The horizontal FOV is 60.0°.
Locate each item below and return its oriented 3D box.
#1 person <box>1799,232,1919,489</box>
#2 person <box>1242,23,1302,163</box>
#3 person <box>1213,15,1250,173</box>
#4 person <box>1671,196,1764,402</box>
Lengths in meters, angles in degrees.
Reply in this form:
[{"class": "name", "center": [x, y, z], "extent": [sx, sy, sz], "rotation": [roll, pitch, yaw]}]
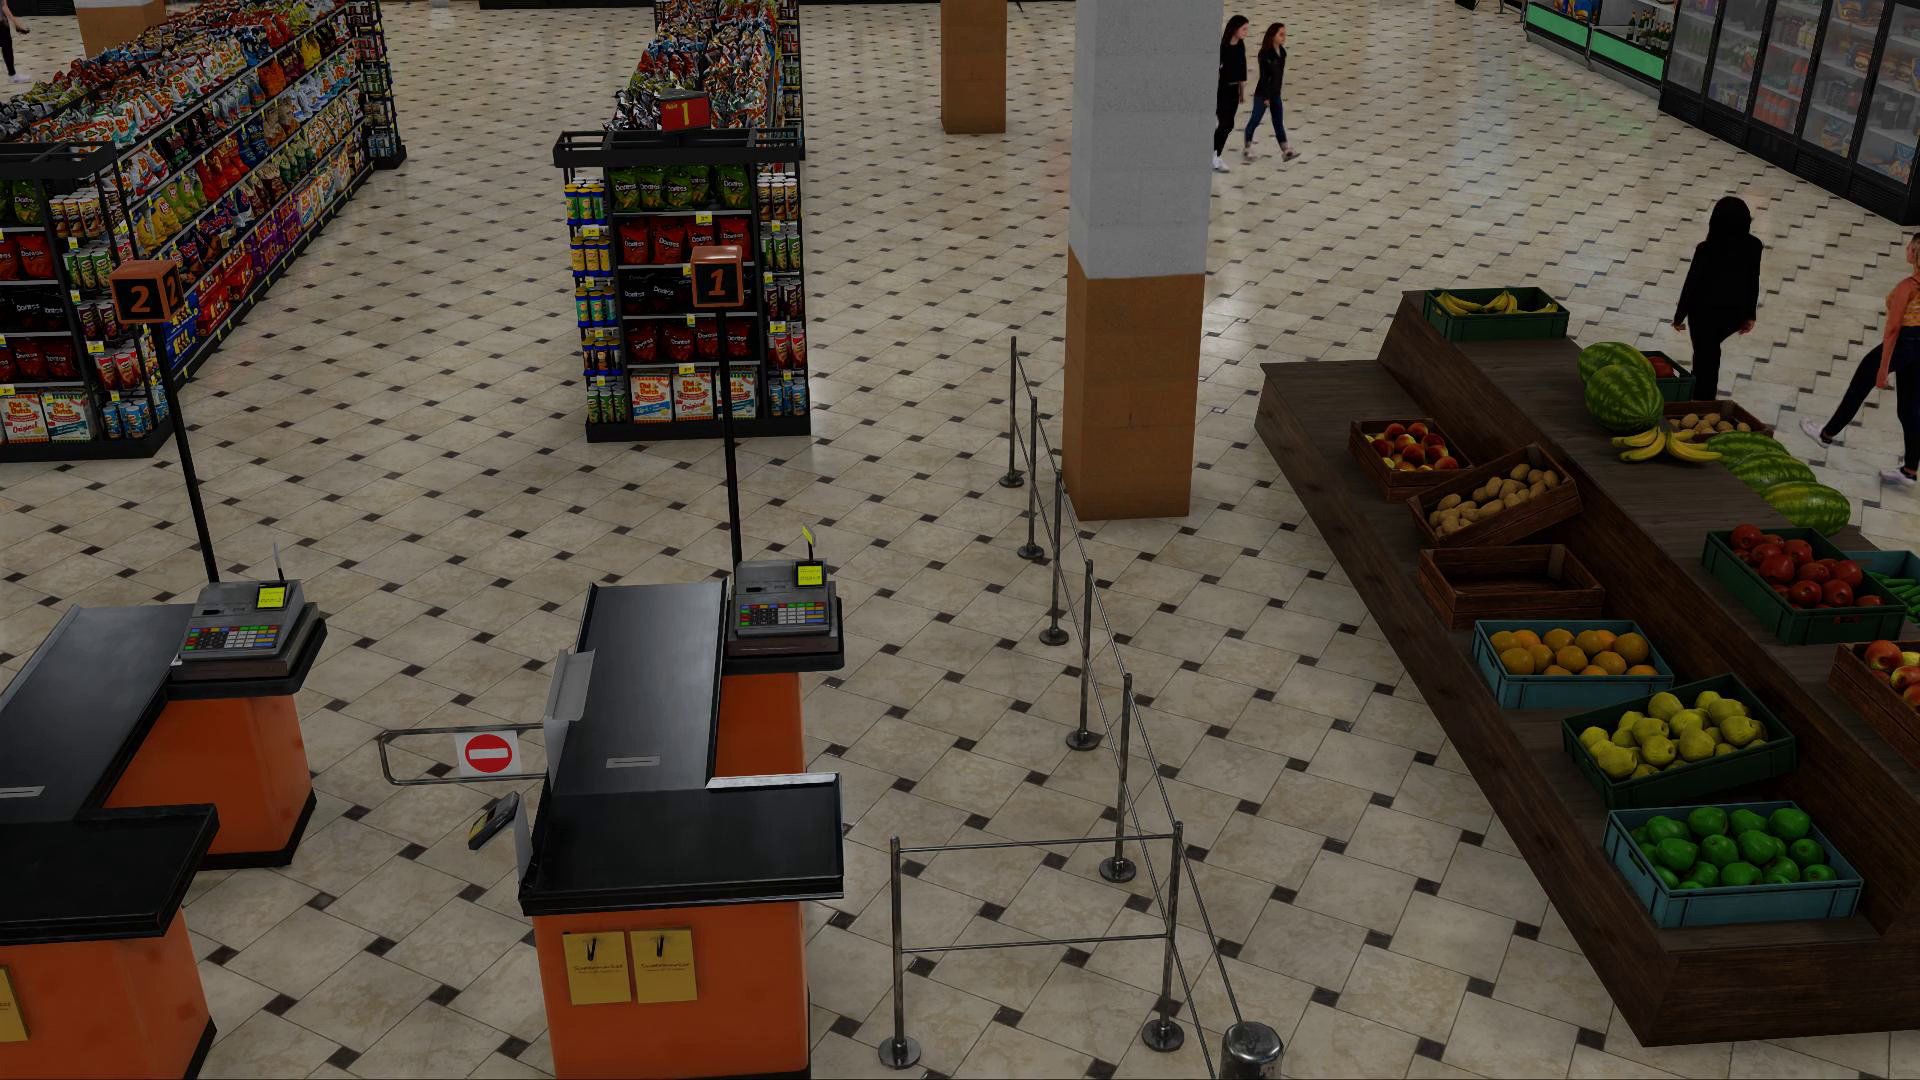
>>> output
[{"class": "person", "center": [5.973, -1.095, 10.441], "extent": [0.834, 1.585, 1.187], "rotation": [-11, 29, -20]}, {"class": "person", "center": [3.256, -4.806, 17.919], "extent": [0.881, 1.442, 1.031], "rotation": [-19, 32, -32]}, {"class": "person", "center": [2.745, -4.690, 17.495], "extent": [0.757, 1.617, 0.799], "rotation": [-22, 34, -37]}, {"class": "person", "center": [5.136, -1.470, 11.167], "extent": [0.728, 1.597, 0.782], "rotation": [-6, 28, -12]}]
